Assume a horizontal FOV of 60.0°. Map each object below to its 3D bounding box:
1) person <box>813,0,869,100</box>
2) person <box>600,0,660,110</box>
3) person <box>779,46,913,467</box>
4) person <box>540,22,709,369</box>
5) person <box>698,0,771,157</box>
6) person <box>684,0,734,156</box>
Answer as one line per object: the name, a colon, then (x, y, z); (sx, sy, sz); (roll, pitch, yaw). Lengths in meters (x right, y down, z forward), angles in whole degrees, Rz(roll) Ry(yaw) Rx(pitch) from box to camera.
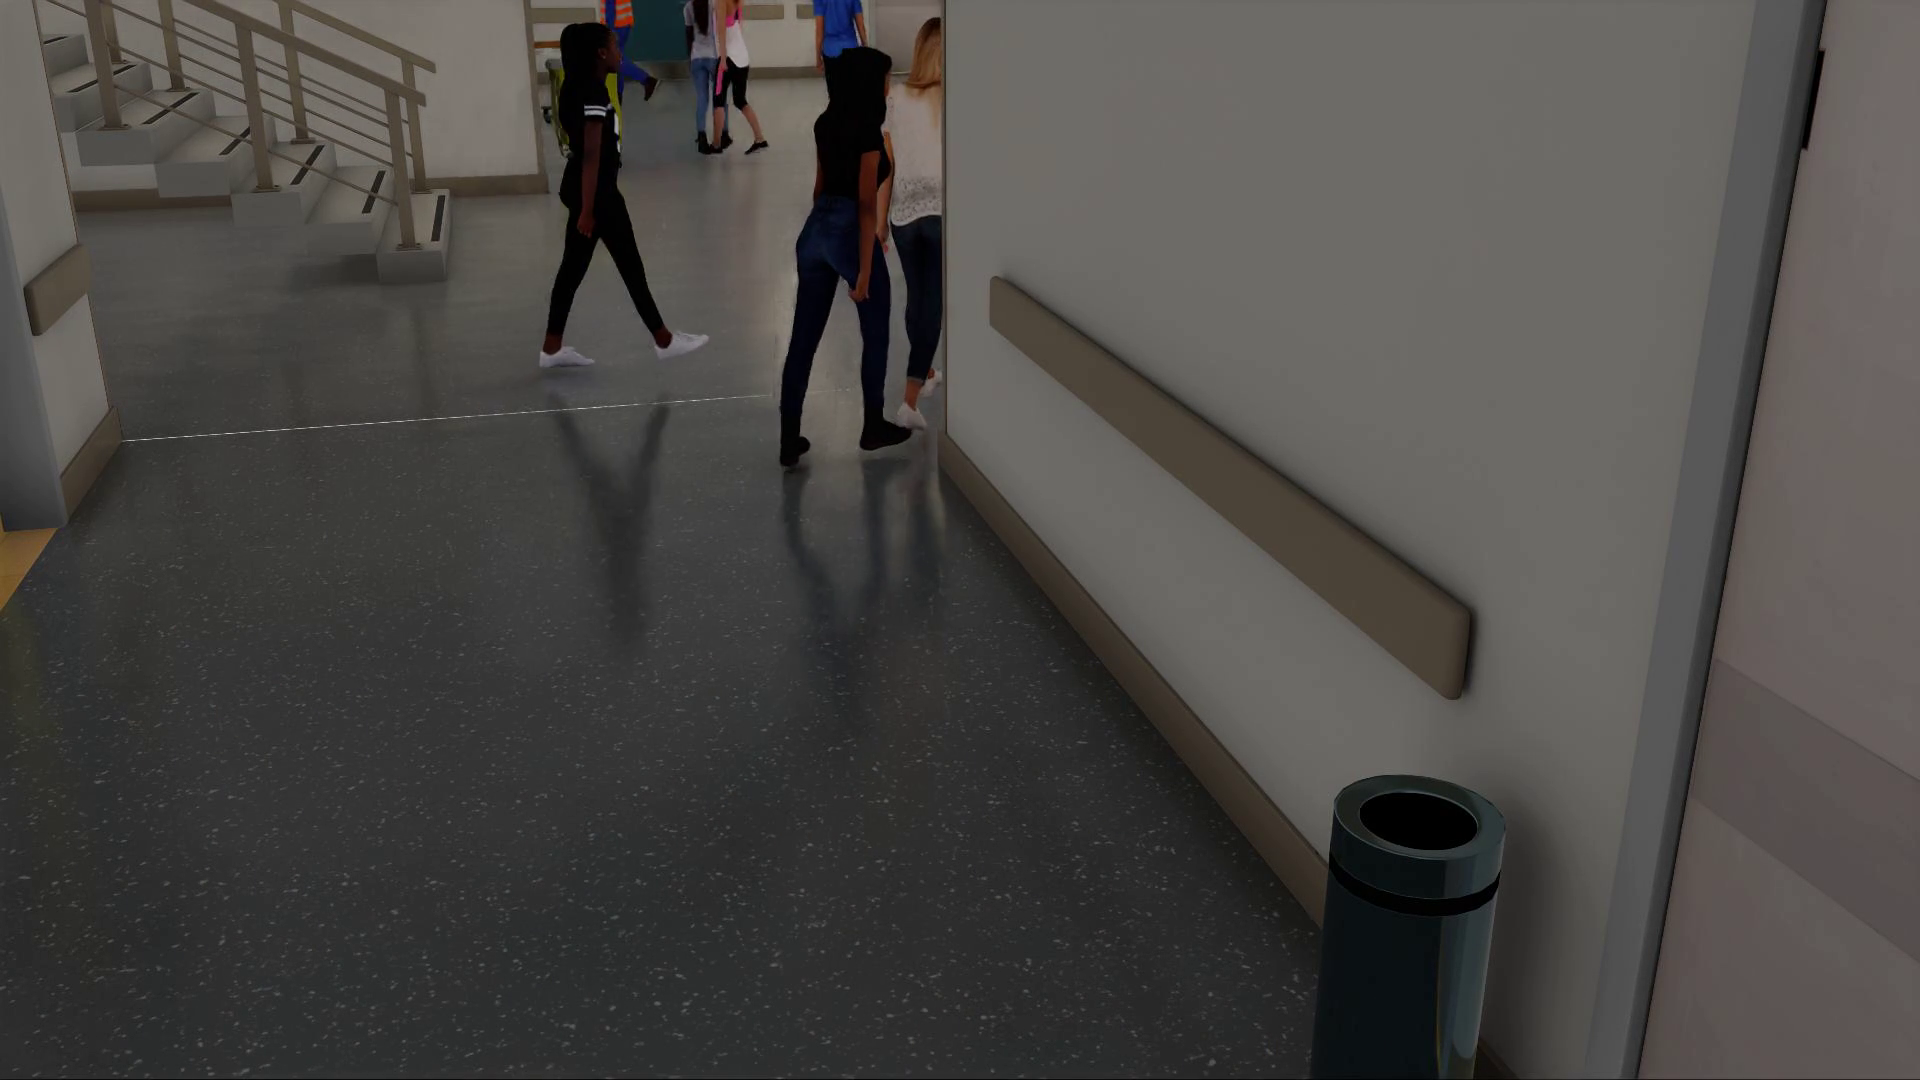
person: (-1.153, -4.635, 15.971); (1.162, 1.809, 0.880); (-2, 21, -5)
person: (-3.936, -5.996, 19.509); (1.141, 1.848, 0.947); (3, 21, 8)
person: (-0.544, -1.131, 6.892); (0.842, 1.688, 0.968); (15, 26, 35)
person: (-1.900, -1.660, 8.284); (1.107, 1.691, 0.687); (-7, 22, -19)
person: (-2.093, -4.511, 15.709); (1.008, 1.763, 0.927); (7, 22, 18)
person: (-2.412, -4.468, 15.723); (1.177, 1.672, 0.935); (2, 21, 6)
